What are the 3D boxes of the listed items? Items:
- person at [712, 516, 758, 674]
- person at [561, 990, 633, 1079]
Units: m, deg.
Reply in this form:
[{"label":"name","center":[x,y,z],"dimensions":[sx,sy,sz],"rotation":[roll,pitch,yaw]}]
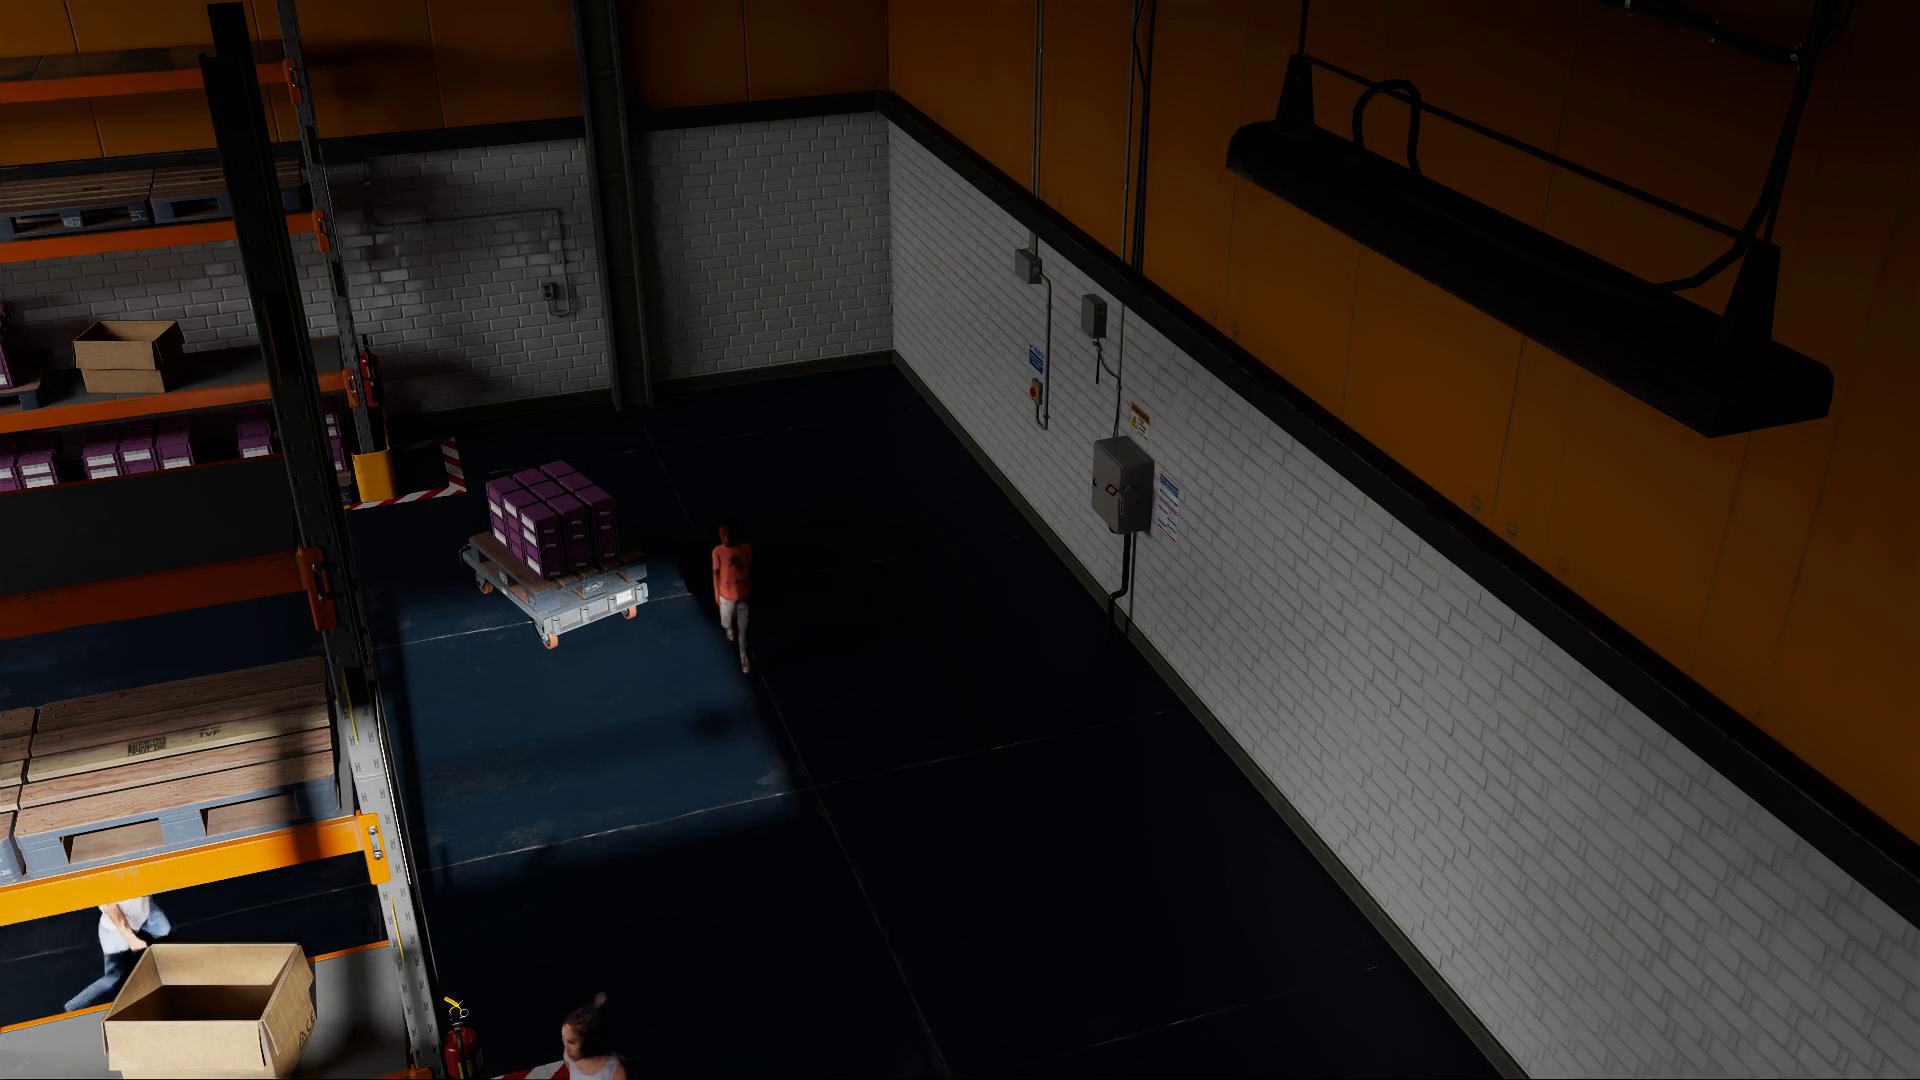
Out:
[{"label":"person","center":[-1.780,0.373,13.098],"dimensions":[0.760,1.295,0.596],"rotation":[-7,29,-12]},{"label":"person","center":[-1.659,2.865,8.229],"dimensions":[1.087,1.582,1.090],"rotation":[10,30,17]}]
